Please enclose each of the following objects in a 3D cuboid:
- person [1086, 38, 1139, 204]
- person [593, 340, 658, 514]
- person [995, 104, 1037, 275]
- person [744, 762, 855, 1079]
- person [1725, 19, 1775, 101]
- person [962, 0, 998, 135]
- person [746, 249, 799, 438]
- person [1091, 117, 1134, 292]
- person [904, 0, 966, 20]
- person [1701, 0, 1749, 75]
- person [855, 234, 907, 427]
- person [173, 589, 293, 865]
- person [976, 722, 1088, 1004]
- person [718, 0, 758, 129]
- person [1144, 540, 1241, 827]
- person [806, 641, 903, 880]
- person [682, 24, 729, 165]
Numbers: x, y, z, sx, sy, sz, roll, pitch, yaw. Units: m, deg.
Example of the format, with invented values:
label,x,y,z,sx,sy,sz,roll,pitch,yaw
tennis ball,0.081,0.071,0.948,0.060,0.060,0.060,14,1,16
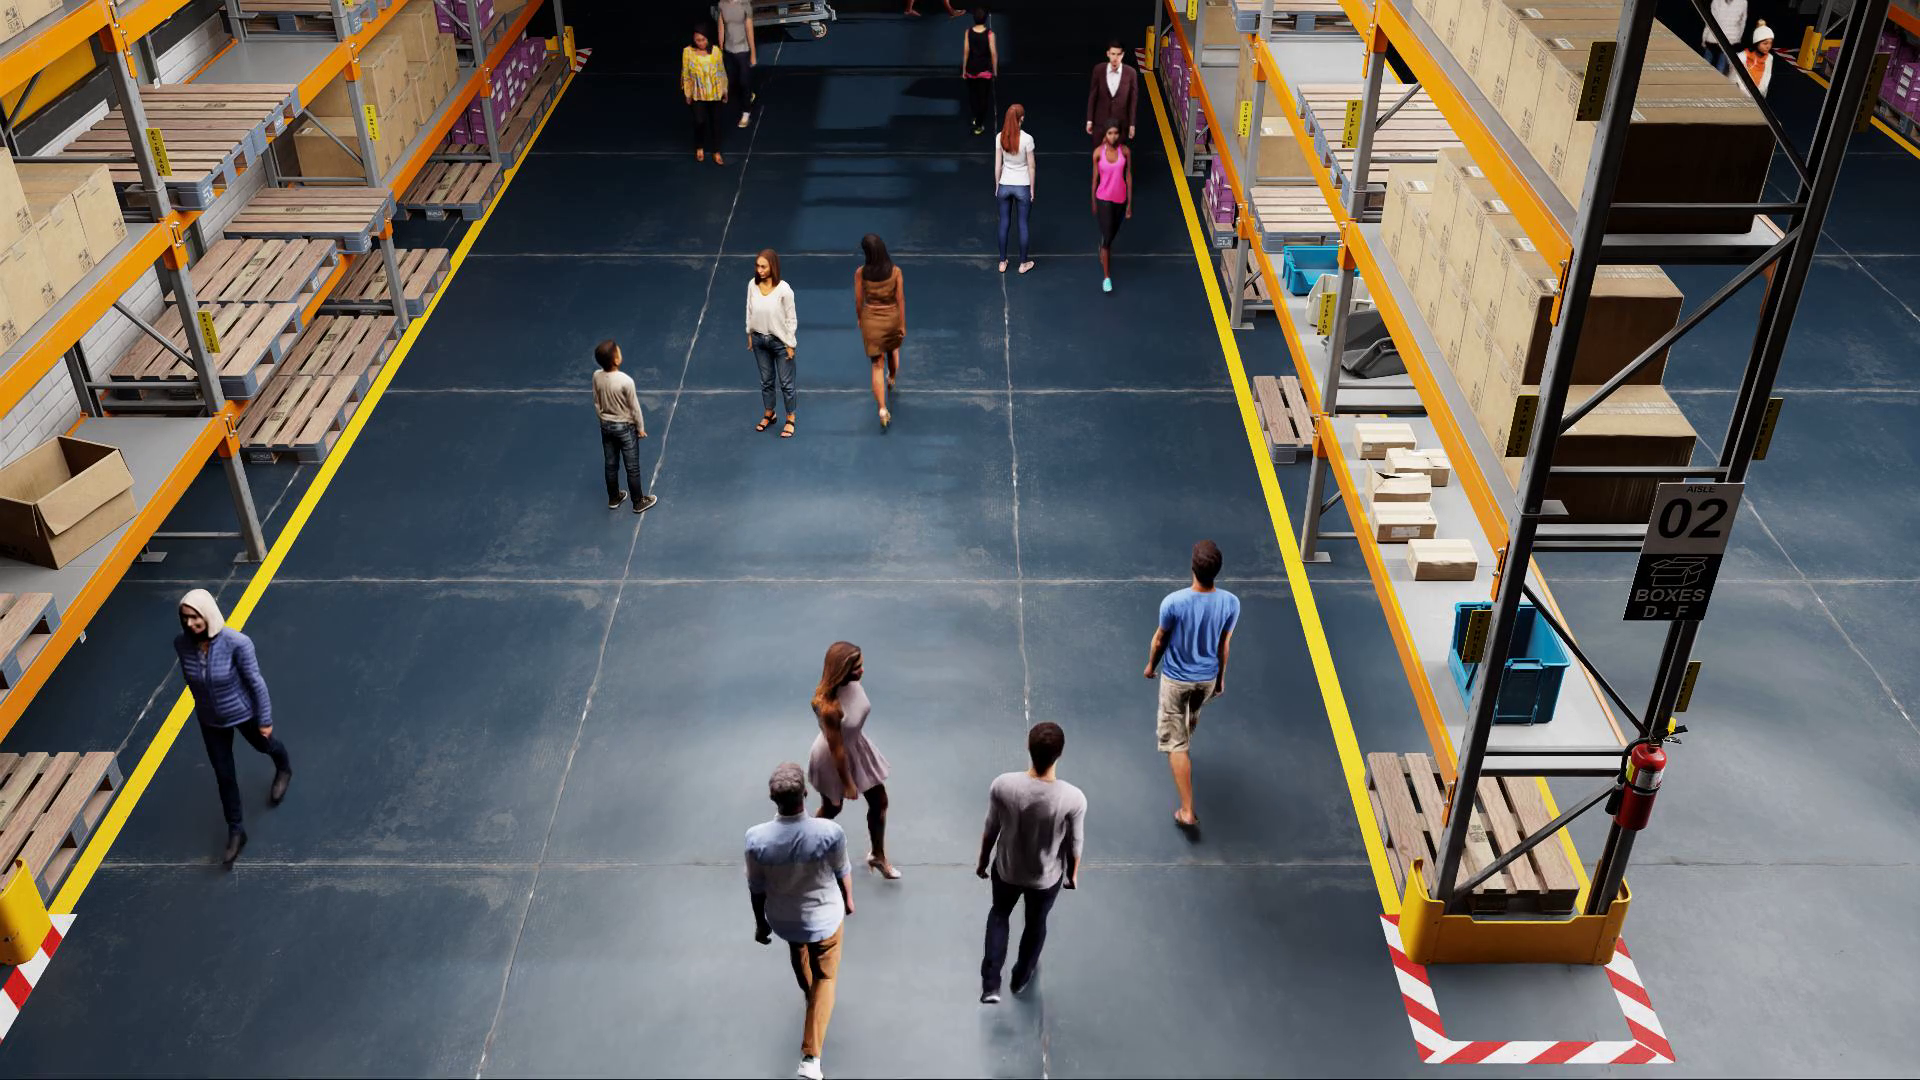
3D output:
label,x,y,z,sx,sy,sz,roll,pitch,yaw
person,1.673,-4.622,18.328,0.762,1.851,0.883,3,34,4
person,-2.688,-0.890,13.064,0.620,1.463,0.606,12,35,18
person,0.547,-3.547,16.813,0.620,1.738,0.609,10,35,14
person,-0.797,1.960,8.477,0.757,1.795,1.155,4,34,7
person,8.756,-4.937,18.792,0.758,1.862,1.050,-4,34,-5
person,0.213,-5.705,20.248,0.699,1.530,0.863,9,35,13
person,-1.571,-1.677,14.050,0.697,1.682,0.681,15,36,21
person,1.514,-3.415,16.659,0.611,1.688,1.134,-3,34,-4
person,-0.557,-8.397,24.174,0.888,1.667,1.173,8,35,12
person,9.719,-6.396,21.191,0.718,1.635,0.719,12,35,18
person,-0.680,-1.754,14.222,0.584,1.620,1.074,0,34,0
person,-4.344,0.988,10.020,0.647,1.705,1.062,1,34,1
person,0.341,1.787,8.715,0.837,1.818,0.917,6,34,9
person,-2.691,-6.049,20.460,0.871,1.867,0.939,12,35,17
person,1.403,0.883,10.057,0.814,1.840,1.254,-6,34,-9
person,-0.763,1.274,9.552,0.829,1.746,0.846,17,37,24
person,-2.974,-5.217,19.404,0.841,1.651,0.884,-15,37,-21
